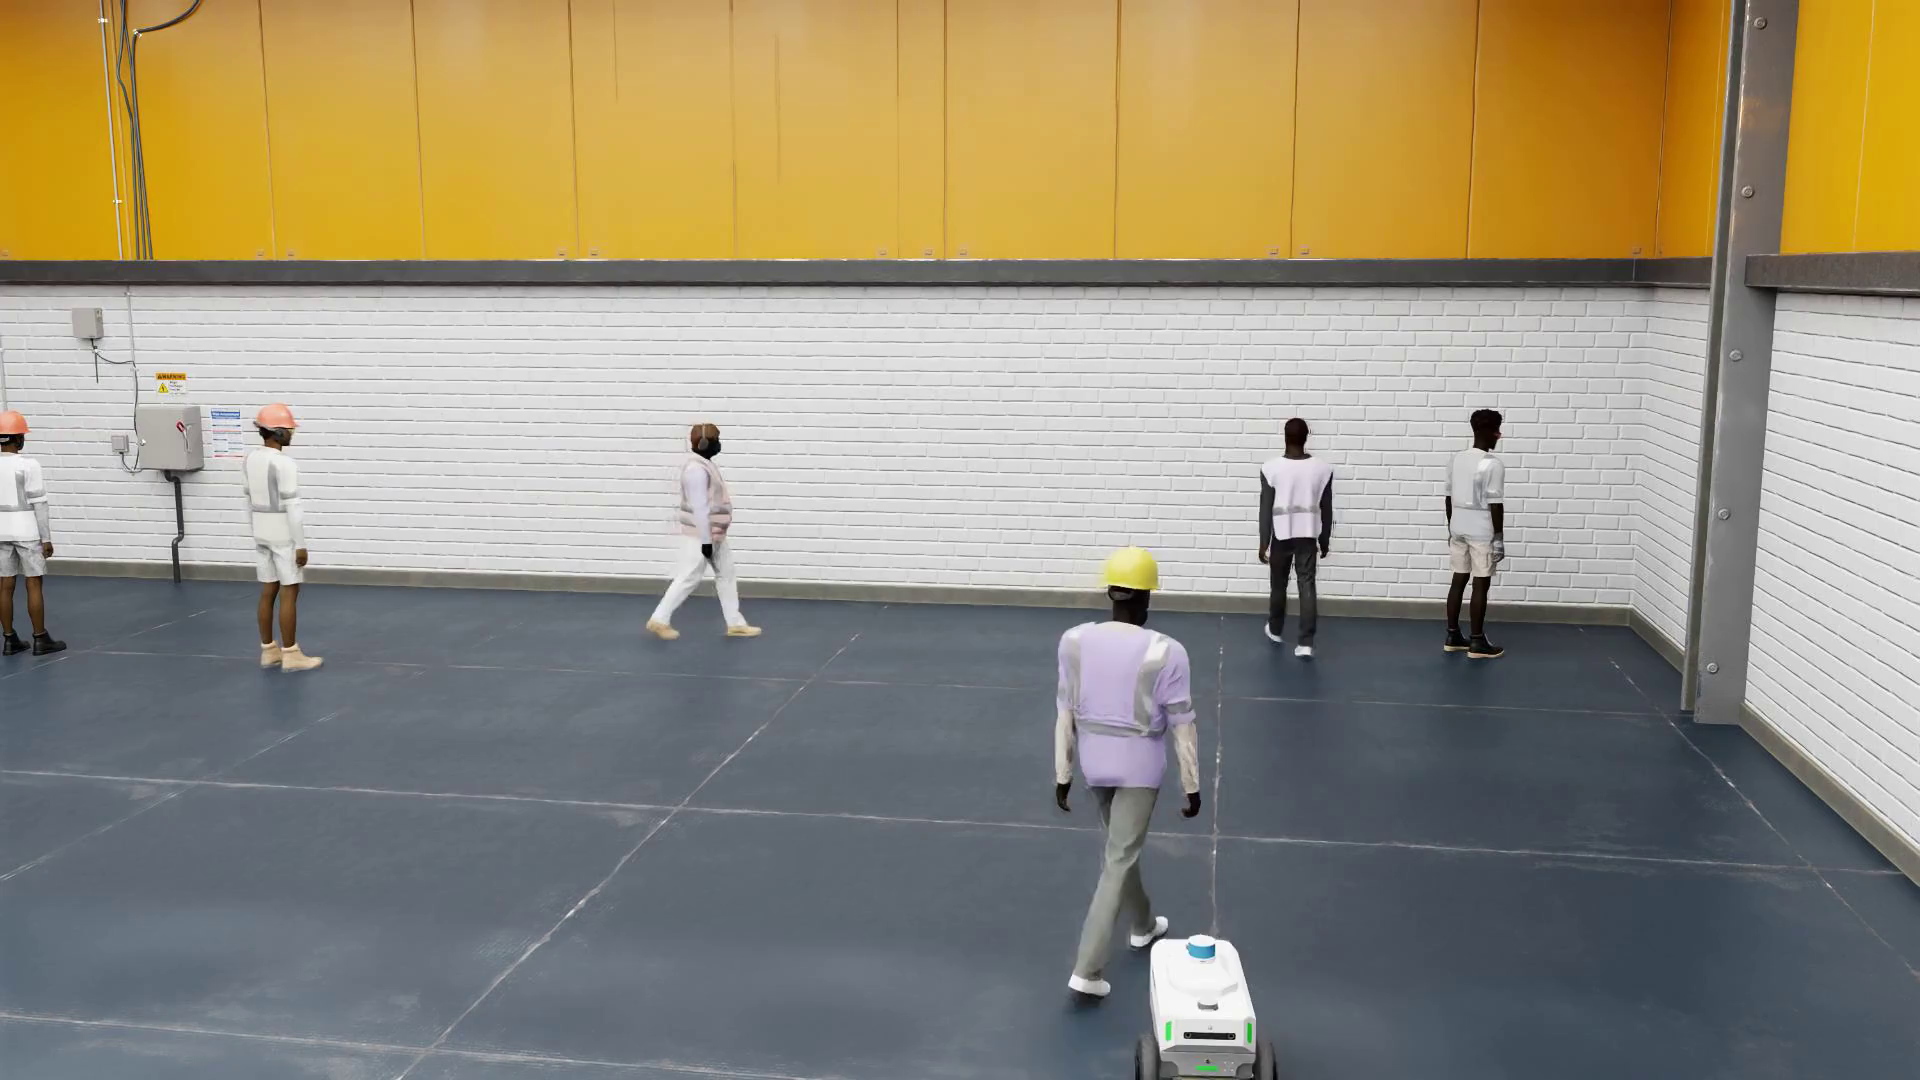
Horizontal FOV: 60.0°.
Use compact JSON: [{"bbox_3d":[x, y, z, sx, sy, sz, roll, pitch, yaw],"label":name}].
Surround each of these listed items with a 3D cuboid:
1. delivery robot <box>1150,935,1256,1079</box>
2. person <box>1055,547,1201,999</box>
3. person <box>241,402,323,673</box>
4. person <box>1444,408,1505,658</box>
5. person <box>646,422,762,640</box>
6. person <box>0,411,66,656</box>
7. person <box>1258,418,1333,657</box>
[{"bbox_3d":[0.896,1.716,6.192,0.477,0.478,0.707,1,9,3],"label":"delivery robot"},{"bbox_3d":[0.698,0.964,7.078,0.608,1.880,1.001,6,11,33],"label":"person"},{"bbox_3d":[-5.146,-0.022,12.623,0.614,2.041,0.390,6,11,34],"label":"person"},{"bbox_3d":[4.071,-0.061,13.105,0.366,1.962,0.614,-4,10,-23],"label":"person"},{"bbox_3d":[-2.152,-0.067,13.647,0.922,1.809,0.634,0,9,-2],"label":"person"},{"bbox_3d":[-7.412,-0.047,13.103,0.544,1.939,0.355,1,9,5],"label":"person"},{"bbox_3d":[2.671,-0.035,13.260,0.606,1.871,1.029,0,9,-2],"label":"person"}]
